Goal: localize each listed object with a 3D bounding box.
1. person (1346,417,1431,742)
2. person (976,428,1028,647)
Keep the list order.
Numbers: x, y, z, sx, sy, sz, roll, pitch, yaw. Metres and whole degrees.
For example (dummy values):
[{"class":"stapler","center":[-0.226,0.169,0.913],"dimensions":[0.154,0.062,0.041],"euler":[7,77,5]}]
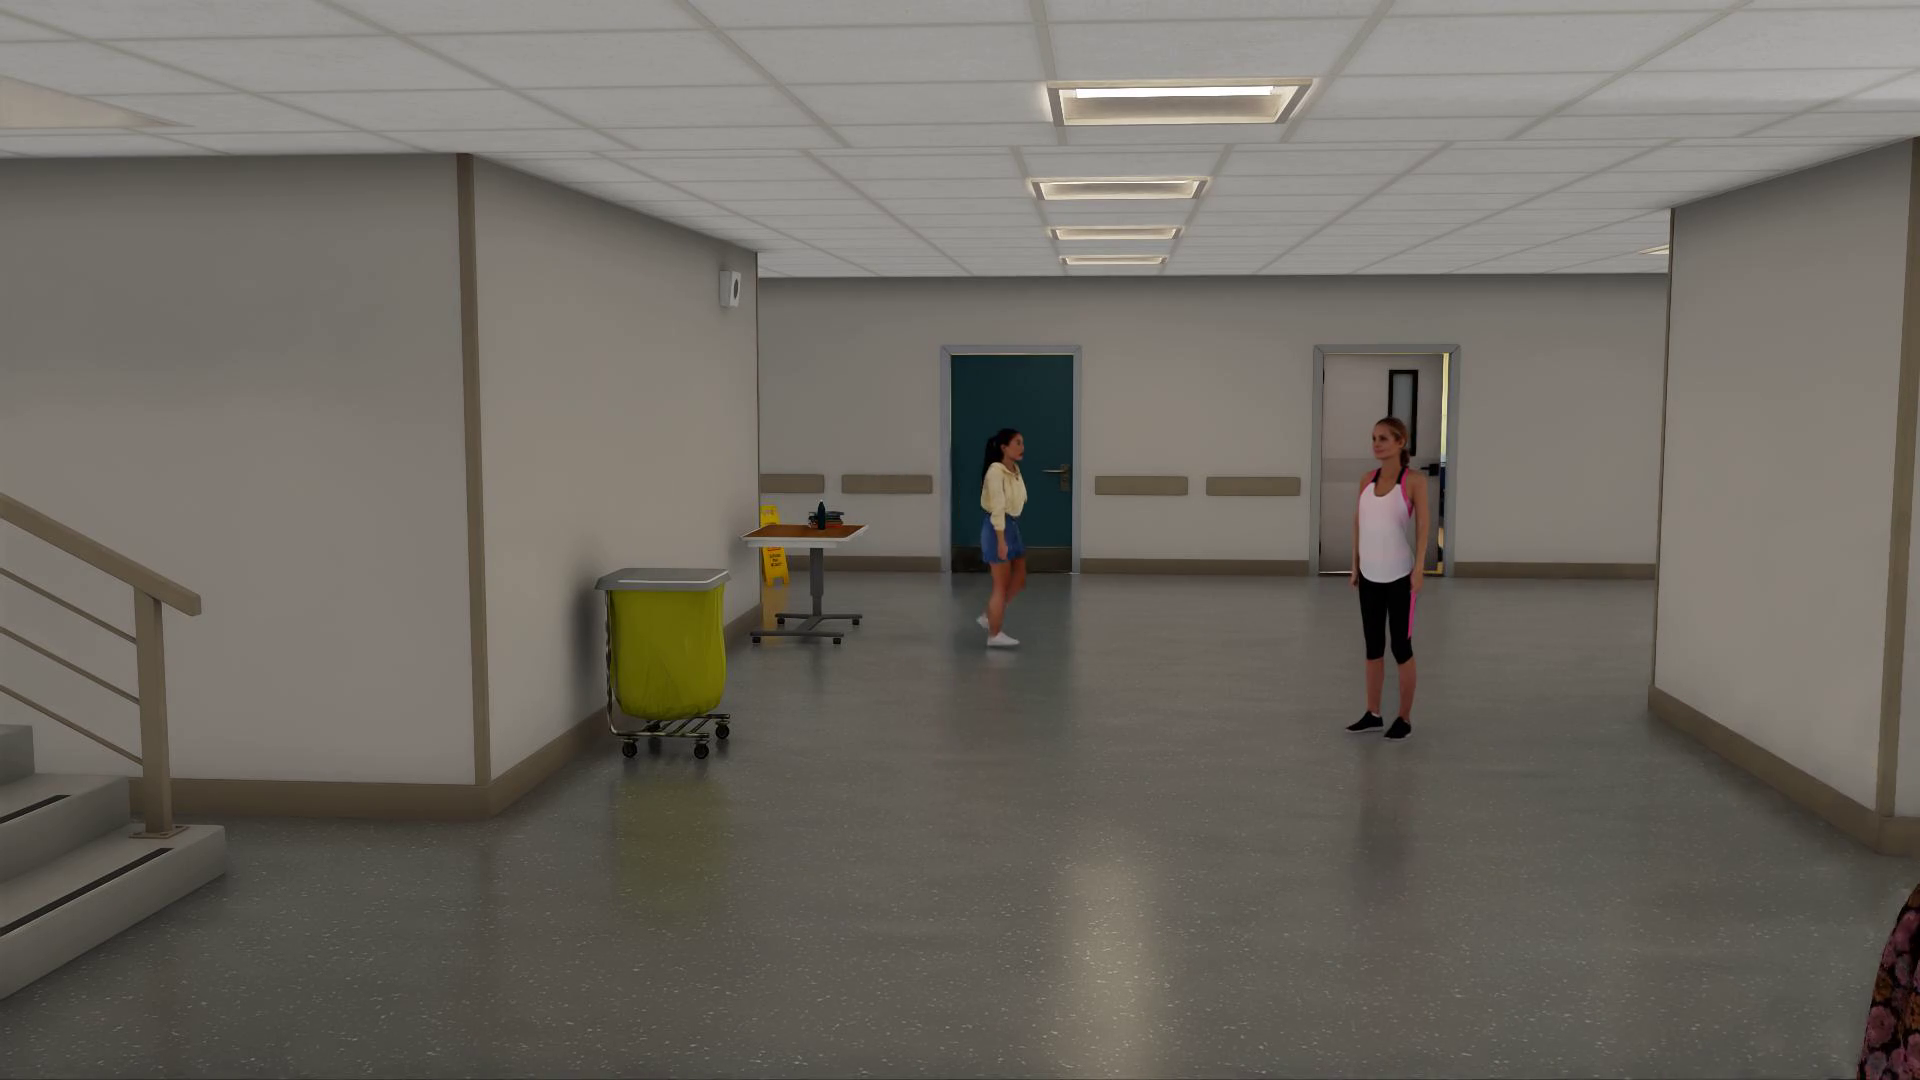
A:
[{"class":"person","center":[2.385,0.211,9.233],"dimensions":[0.744,1.786,0.675],"euler":[-5,8,-42]},{"class":"person","center":[0.238,-0.010,12.279],"dimensions":[0.782,1.617,0.760],"euler":[3,7,28]}]
